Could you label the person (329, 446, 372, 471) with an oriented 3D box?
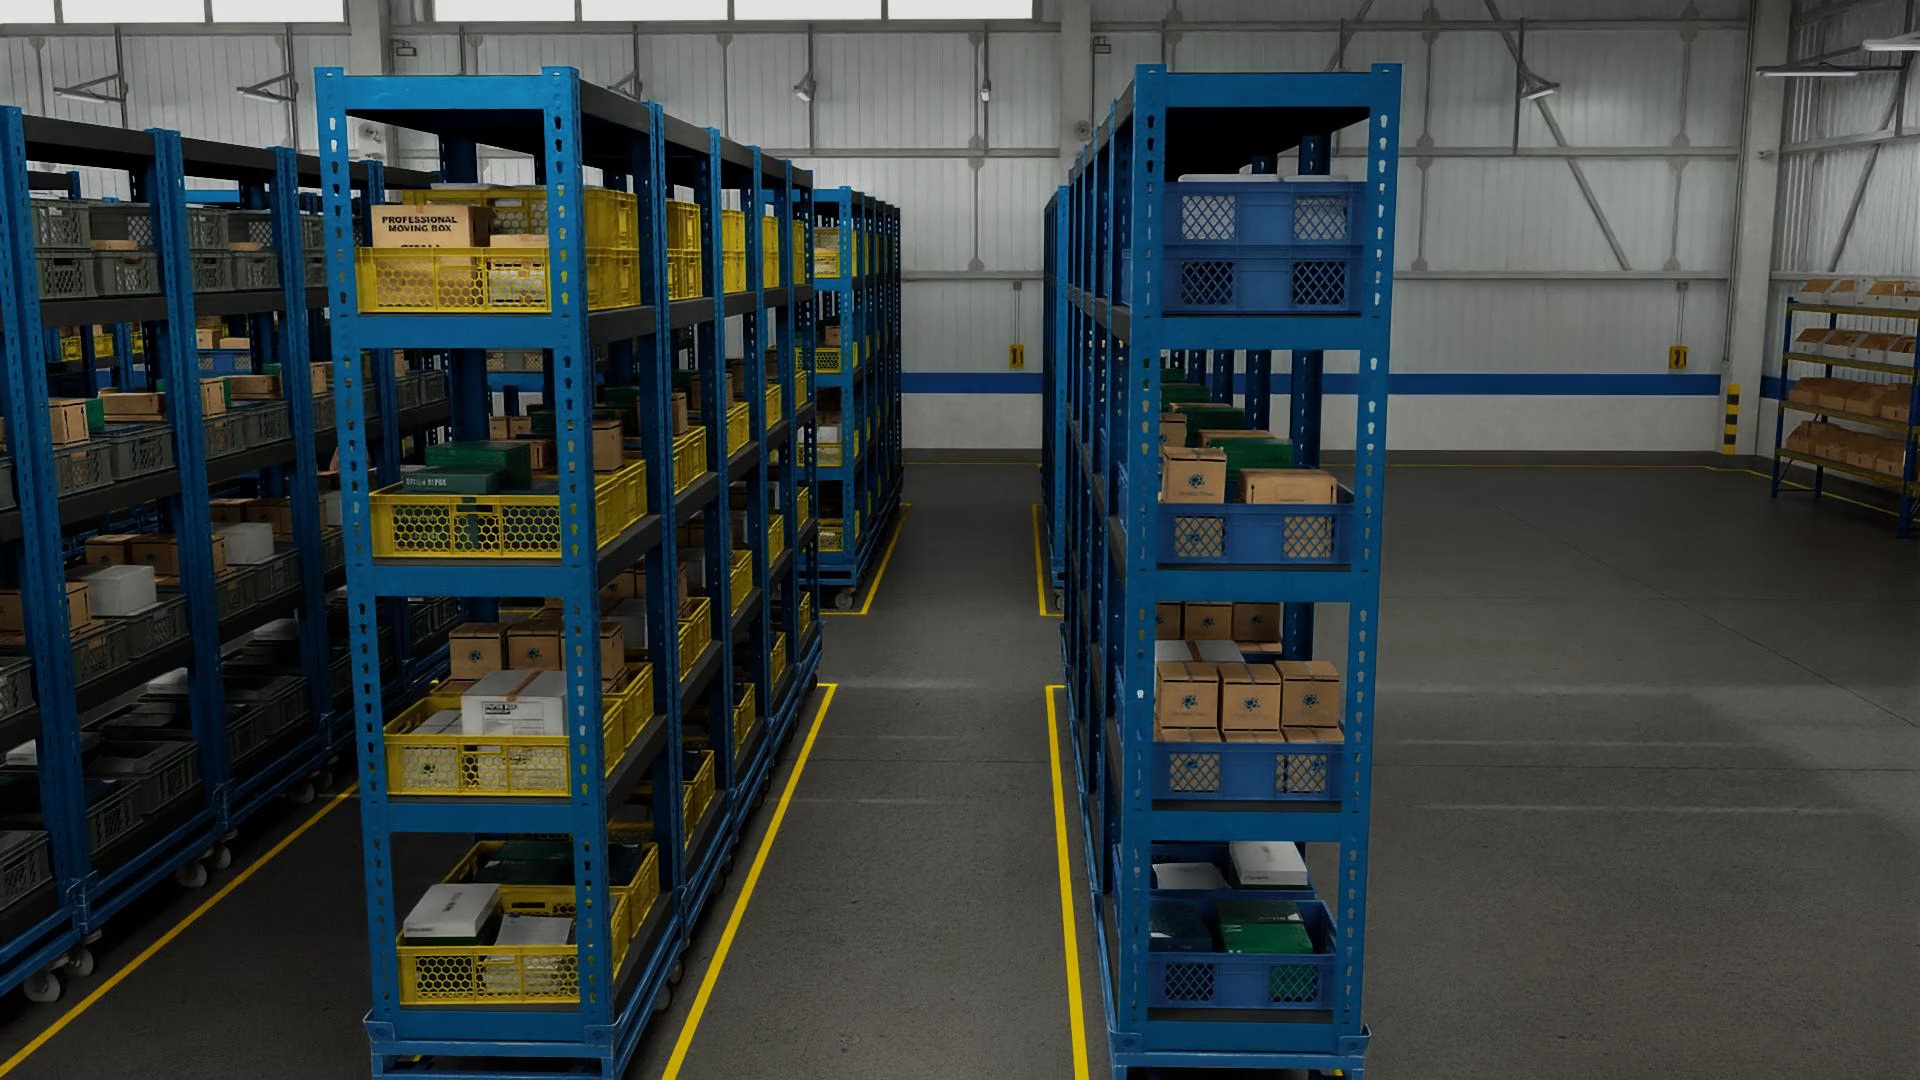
[{"bbox_3d":[-4.701,-0.137,12.808,0.380,1.995,0.622,-5,11,-25],"label":"person"}]
